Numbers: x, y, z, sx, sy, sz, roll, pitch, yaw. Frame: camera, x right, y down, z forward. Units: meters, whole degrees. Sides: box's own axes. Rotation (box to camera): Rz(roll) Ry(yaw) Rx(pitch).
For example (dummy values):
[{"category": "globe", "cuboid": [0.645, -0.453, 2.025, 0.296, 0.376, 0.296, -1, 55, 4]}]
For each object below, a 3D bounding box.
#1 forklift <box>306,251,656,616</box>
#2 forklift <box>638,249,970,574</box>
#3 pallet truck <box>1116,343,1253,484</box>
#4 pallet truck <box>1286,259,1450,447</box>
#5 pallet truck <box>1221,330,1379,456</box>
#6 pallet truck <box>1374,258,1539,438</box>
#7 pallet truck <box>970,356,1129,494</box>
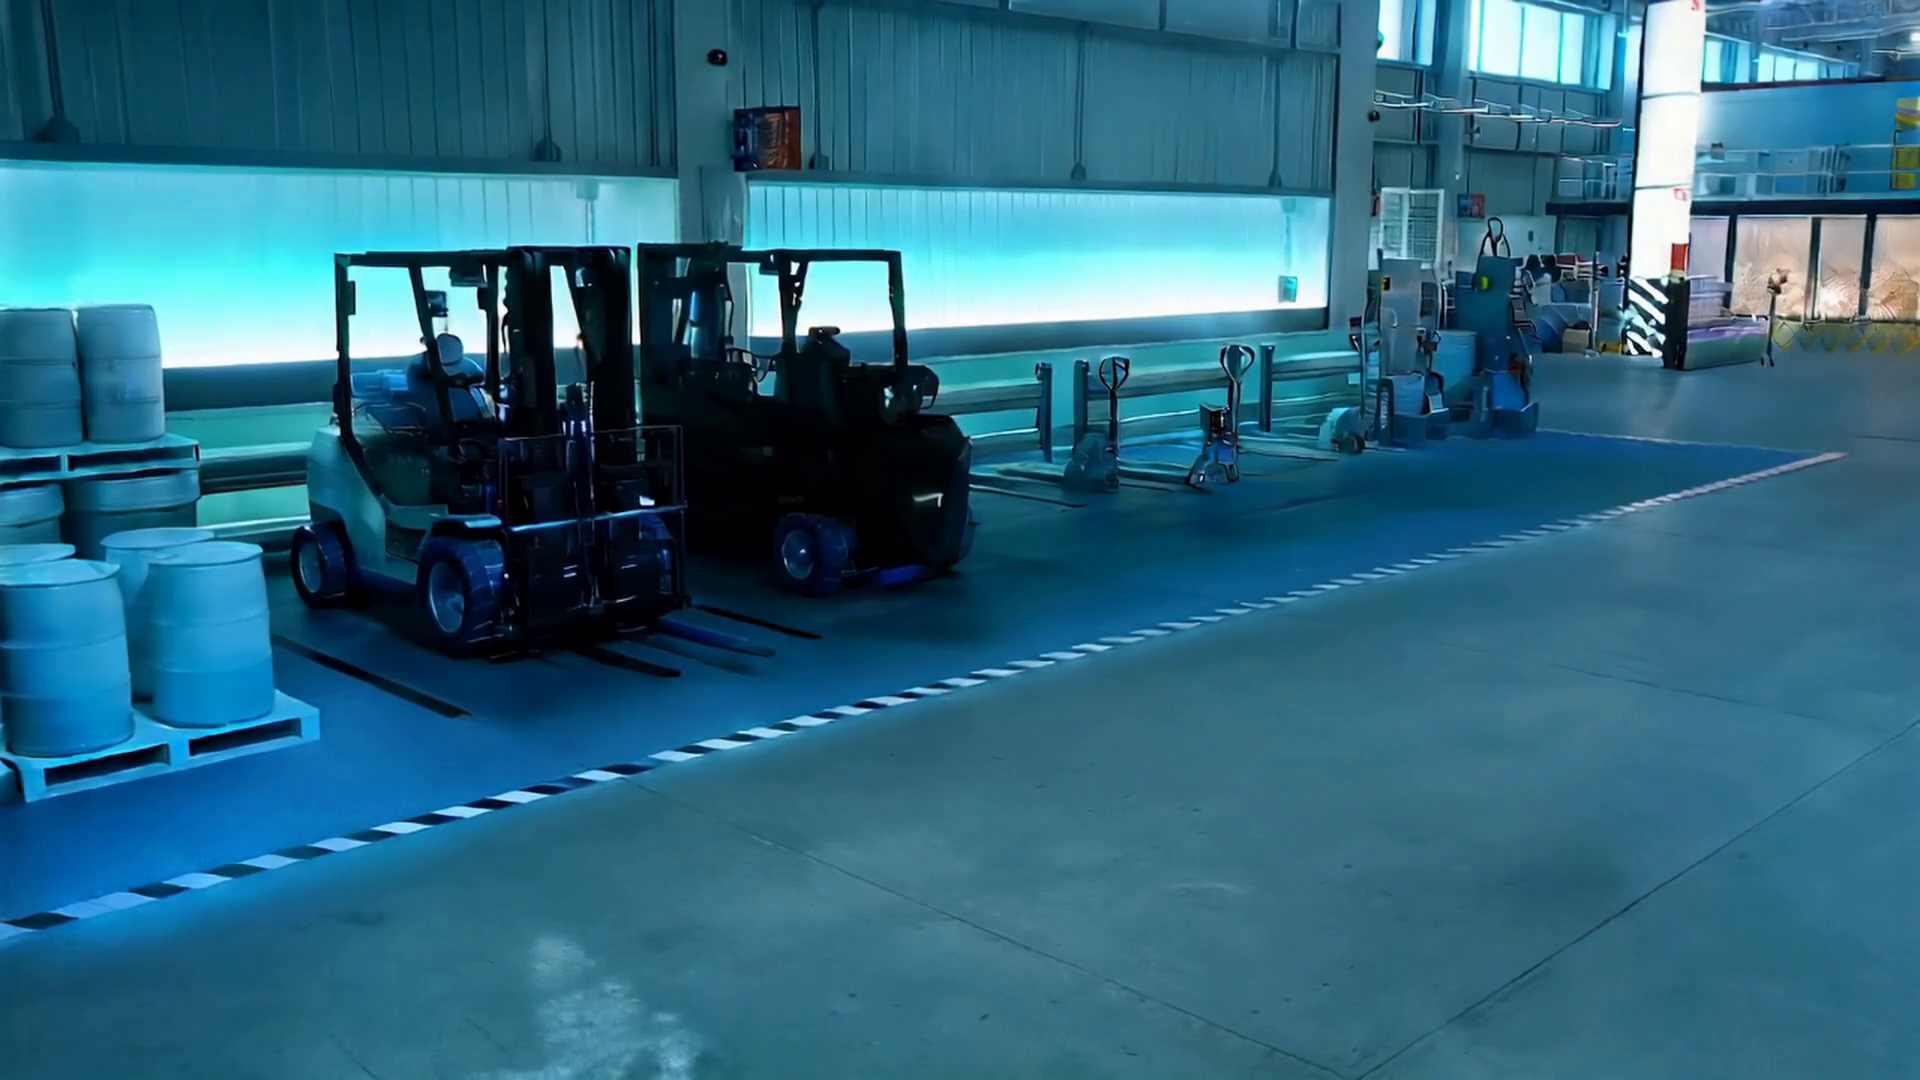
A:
[{"category": "forklift", "cuboid": [-2.833, -0.669, 9.694, 1.157, 1.987, 2.680, -10, 14, -44]}, {"category": "forklift", "cuboid": [-1.173, -0.958, 11.239, 2.680, 1.987, 1.157, 10, 14, 43]}, {"category": "pallet truck", "cuboid": [1.962, -1.215, 15.415, 1.522, 1.261, 0.704, 10, 14, 43]}, {"category": "pallet truck", "cuboid": [4.493, -2.078, 18.196, 0.823, 1.965, 1.885, -9, 14, -40]}, {"category": "pallet truck", "cuboid": [3.563, -1.581, 17.381, 0.653, 1.274, 1.630, -10, 14, -44]}, {"category": "pallet truck", "cuboid": [5.704, -2.208, 18.901, 1.885, 1.965, 0.823, 10, 14, 43]}, {"category": "pallet truck", "cuboid": [0.784, -1.085, 14.876, 0.680, 1.201, 1.601, -10, 14, -44]}]
